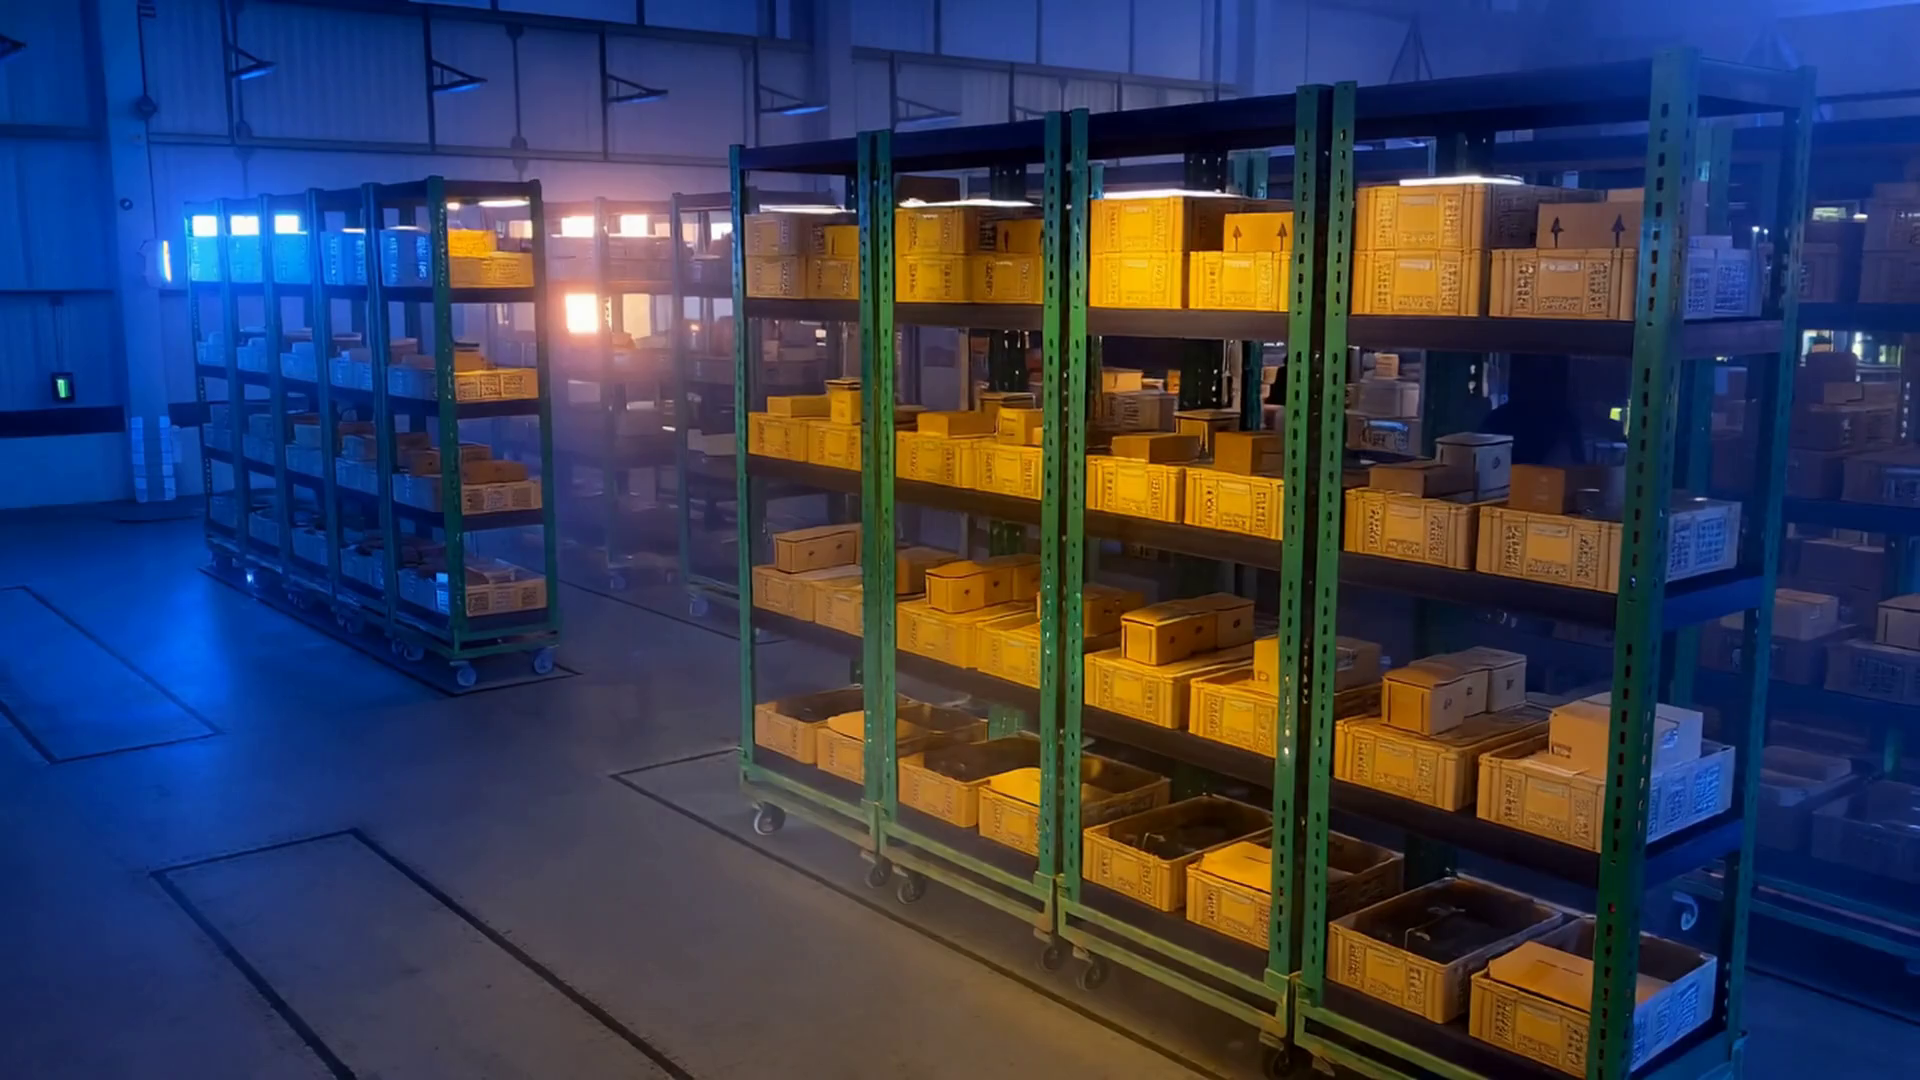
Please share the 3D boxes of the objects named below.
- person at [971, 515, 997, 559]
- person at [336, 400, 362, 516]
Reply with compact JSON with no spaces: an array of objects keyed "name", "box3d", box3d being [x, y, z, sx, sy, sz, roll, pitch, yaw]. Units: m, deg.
[{"name":"person","box3d":[0.293,-0.042,12.979,0.586,1.835,0.403,-3,10,-18]},{"name":"person","box3d":[-6.146,-0.674,16.801,0.389,1.837,0.560,-3,10,-16]}]
